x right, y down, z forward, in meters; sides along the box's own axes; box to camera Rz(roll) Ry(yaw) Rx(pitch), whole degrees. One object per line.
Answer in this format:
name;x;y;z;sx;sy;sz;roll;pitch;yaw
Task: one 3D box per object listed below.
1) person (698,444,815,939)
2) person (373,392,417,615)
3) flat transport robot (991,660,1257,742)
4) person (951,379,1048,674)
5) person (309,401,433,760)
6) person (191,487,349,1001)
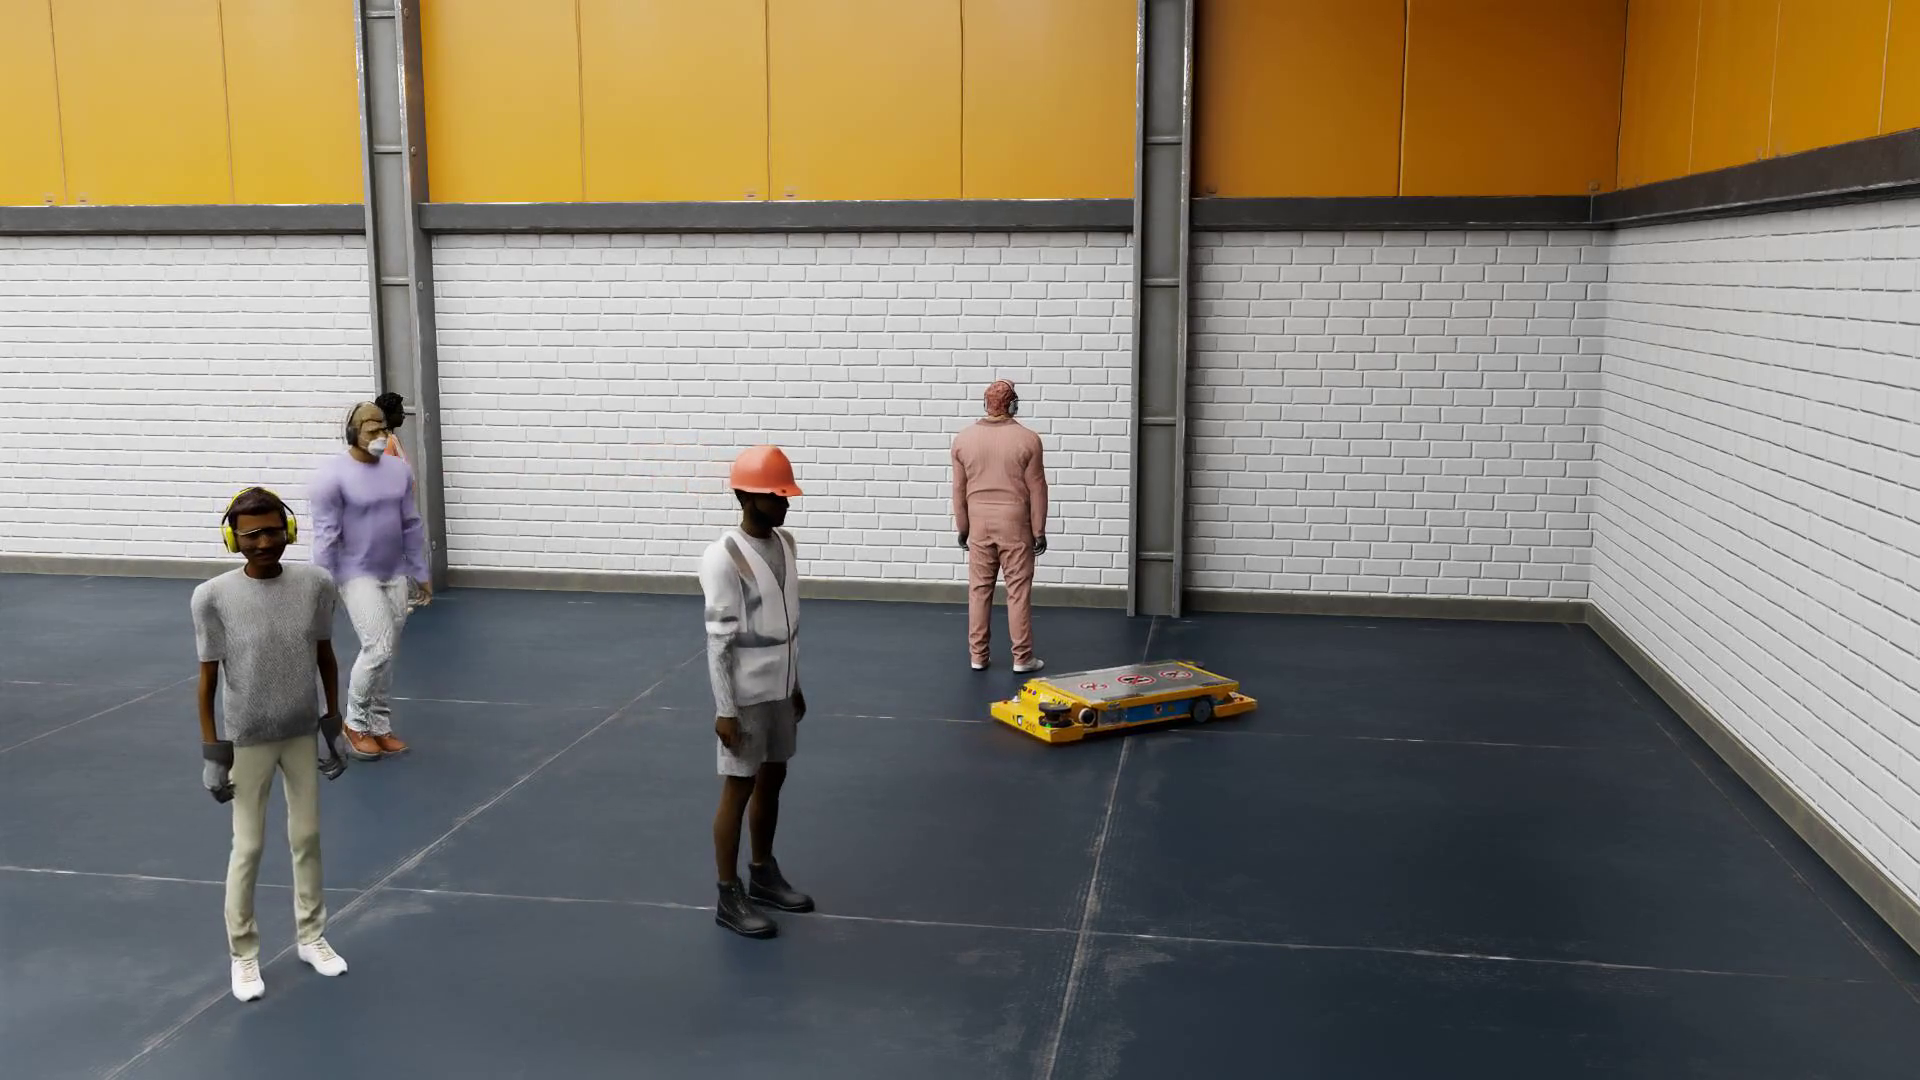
person;-0.775;0.583;6.572;0.376;1.933;0.552;5;10;28
person;-4.321;-0.273;12.615;0.320;1.694;0.532;-2;10;-14
flat transport robot;0.957;0.915;9.649;1.431;0.197;0.652;-5;11;-29
person;0.274;-0.084;10.772;0.639;1.910;0.406;4;10;21
person;-3.105;0.224;8.854;0.445;1.924;0.629;4;10;25
person;-2.473;0.719;6.005;0.513;1.860;0.364;-8;12;-40
